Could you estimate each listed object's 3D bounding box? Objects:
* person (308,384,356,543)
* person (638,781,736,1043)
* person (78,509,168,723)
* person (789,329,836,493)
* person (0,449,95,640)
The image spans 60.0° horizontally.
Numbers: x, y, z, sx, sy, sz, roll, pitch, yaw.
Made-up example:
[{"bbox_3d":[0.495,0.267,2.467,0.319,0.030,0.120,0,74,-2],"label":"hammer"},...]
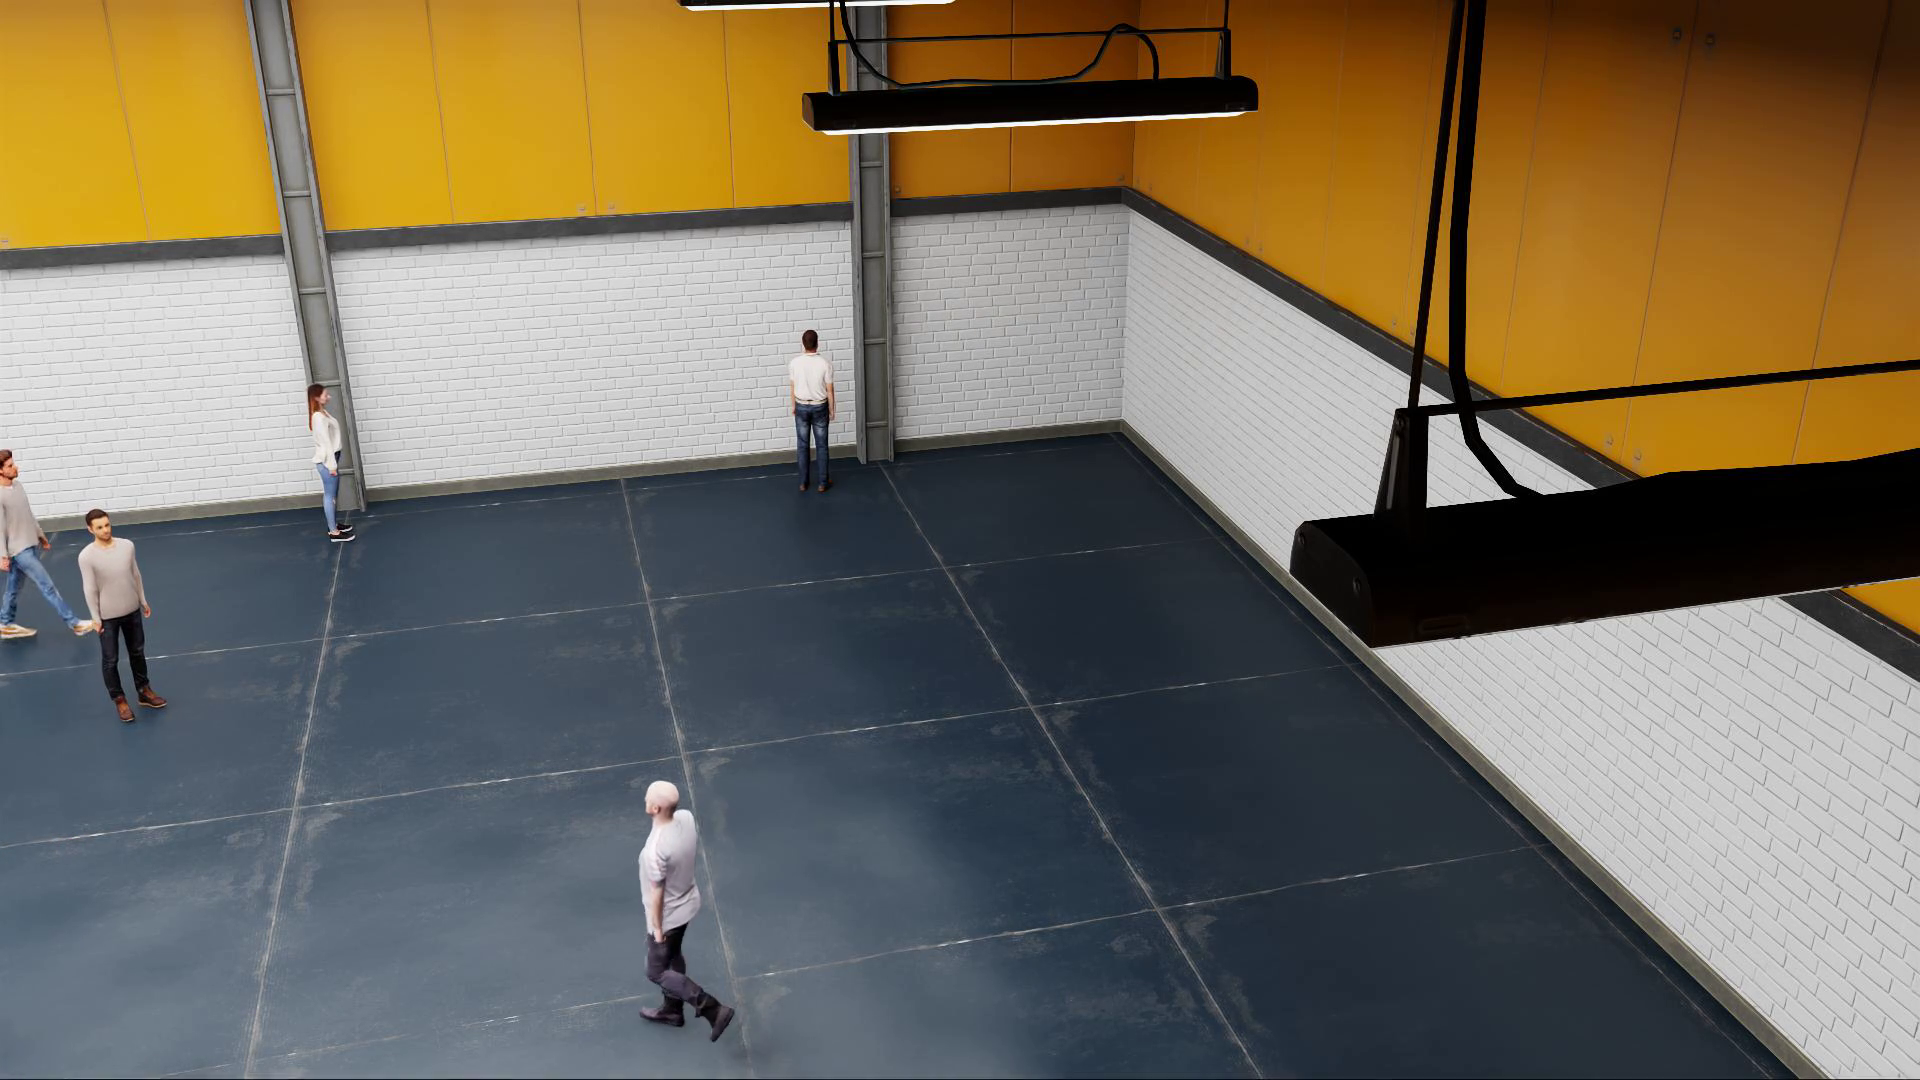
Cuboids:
[{"bbox_3d":[-6.627,-0.822,17.439,0.567,1.693,0.643,-9,25,-19],"label":"person"},{"bbox_3d":[-1.699,2.289,10.170,1.098,1.814,0.972,8,25,18],"label":"person"},{"bbox_3d":[-7.083,0.594,13.981,0.806,1.868,0.723,16,28,32],"label":"person"},{"bbox_3d":[-1.669,-1.455,18.688,0.628,1.851,0.785,2,24,5],"label":"person"},{"bbox_3d":[-8.651,0.097,15.141,1.190,1.850,0.771,-4,24,-9],"label":"person"}]
